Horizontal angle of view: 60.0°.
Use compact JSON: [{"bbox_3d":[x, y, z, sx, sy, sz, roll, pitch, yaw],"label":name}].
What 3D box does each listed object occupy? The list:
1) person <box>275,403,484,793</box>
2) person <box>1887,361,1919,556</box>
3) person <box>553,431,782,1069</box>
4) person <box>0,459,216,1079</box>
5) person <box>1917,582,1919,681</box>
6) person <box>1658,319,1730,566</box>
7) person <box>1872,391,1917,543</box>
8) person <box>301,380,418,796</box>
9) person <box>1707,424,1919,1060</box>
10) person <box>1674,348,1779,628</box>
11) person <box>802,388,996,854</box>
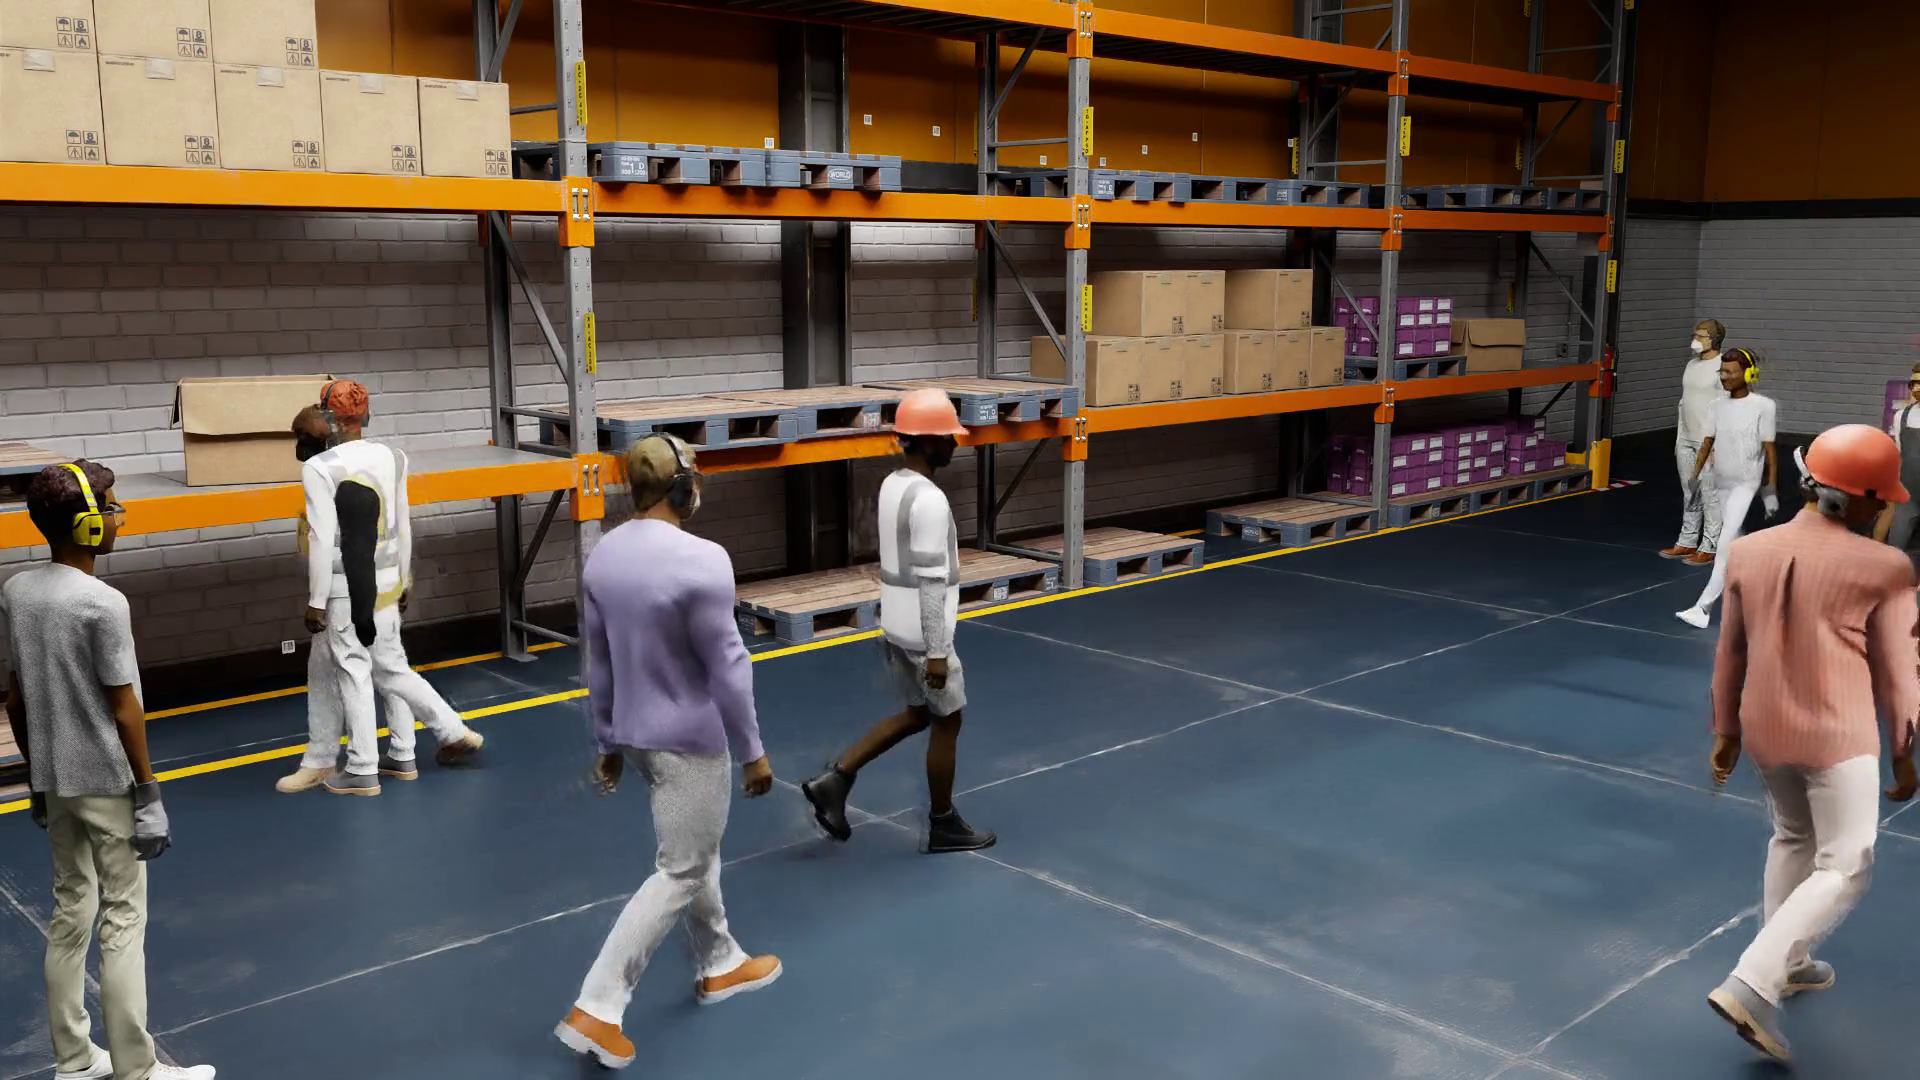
[{"bbox_3d":[-2.698,0.248,7.651,0.878,1.794,0.658,-6,12,-32],"label":"person"},{"bbox_3d":[6.179,-0.262,10.586,0.939,1.808,0.499,-7,12,-35],"label":"person"},{"bbox_3d":[-0.916,0.618,5.116,0.922,1.911,0.640,-9,13,-42],"label":"person"},{"bbox_3d":[-2.452,0.702,4.731,0.531,1.871,0.322,5,11,25],"label":"person"},{"bbox_3d":[4.076,0.485,6.584,0.555,1.670,0.620,8,13,40],"label":"person"},{"bbox_3d":[5.862,-0.770,13.147,0.372,1.940,0.631,-1,10,-9],"label":"person"},{"bbox_3d":[7.241,-0.601,12.365,1.032,1.879,0.558,-1,10,-6],"label":"person"},{"bbox_3d":[-2.721,0.214,7.541,0.337,1.882,0.585,5,11,26],"label":"person"},{"bbox_3d":[2.599,0.596,5.139,0.836,1.939,0.618,-5,11,-25],"label":"person"},{"bbox_3d":[5.000,-0.333,10.913,0.942,1.823,0.544,-4,11,-23],"label":"person"},{"bbox_3d":[-0.229,0.349,6.664,0.717,1.919,0.549,-3,10,-18],"label":"person"}]
